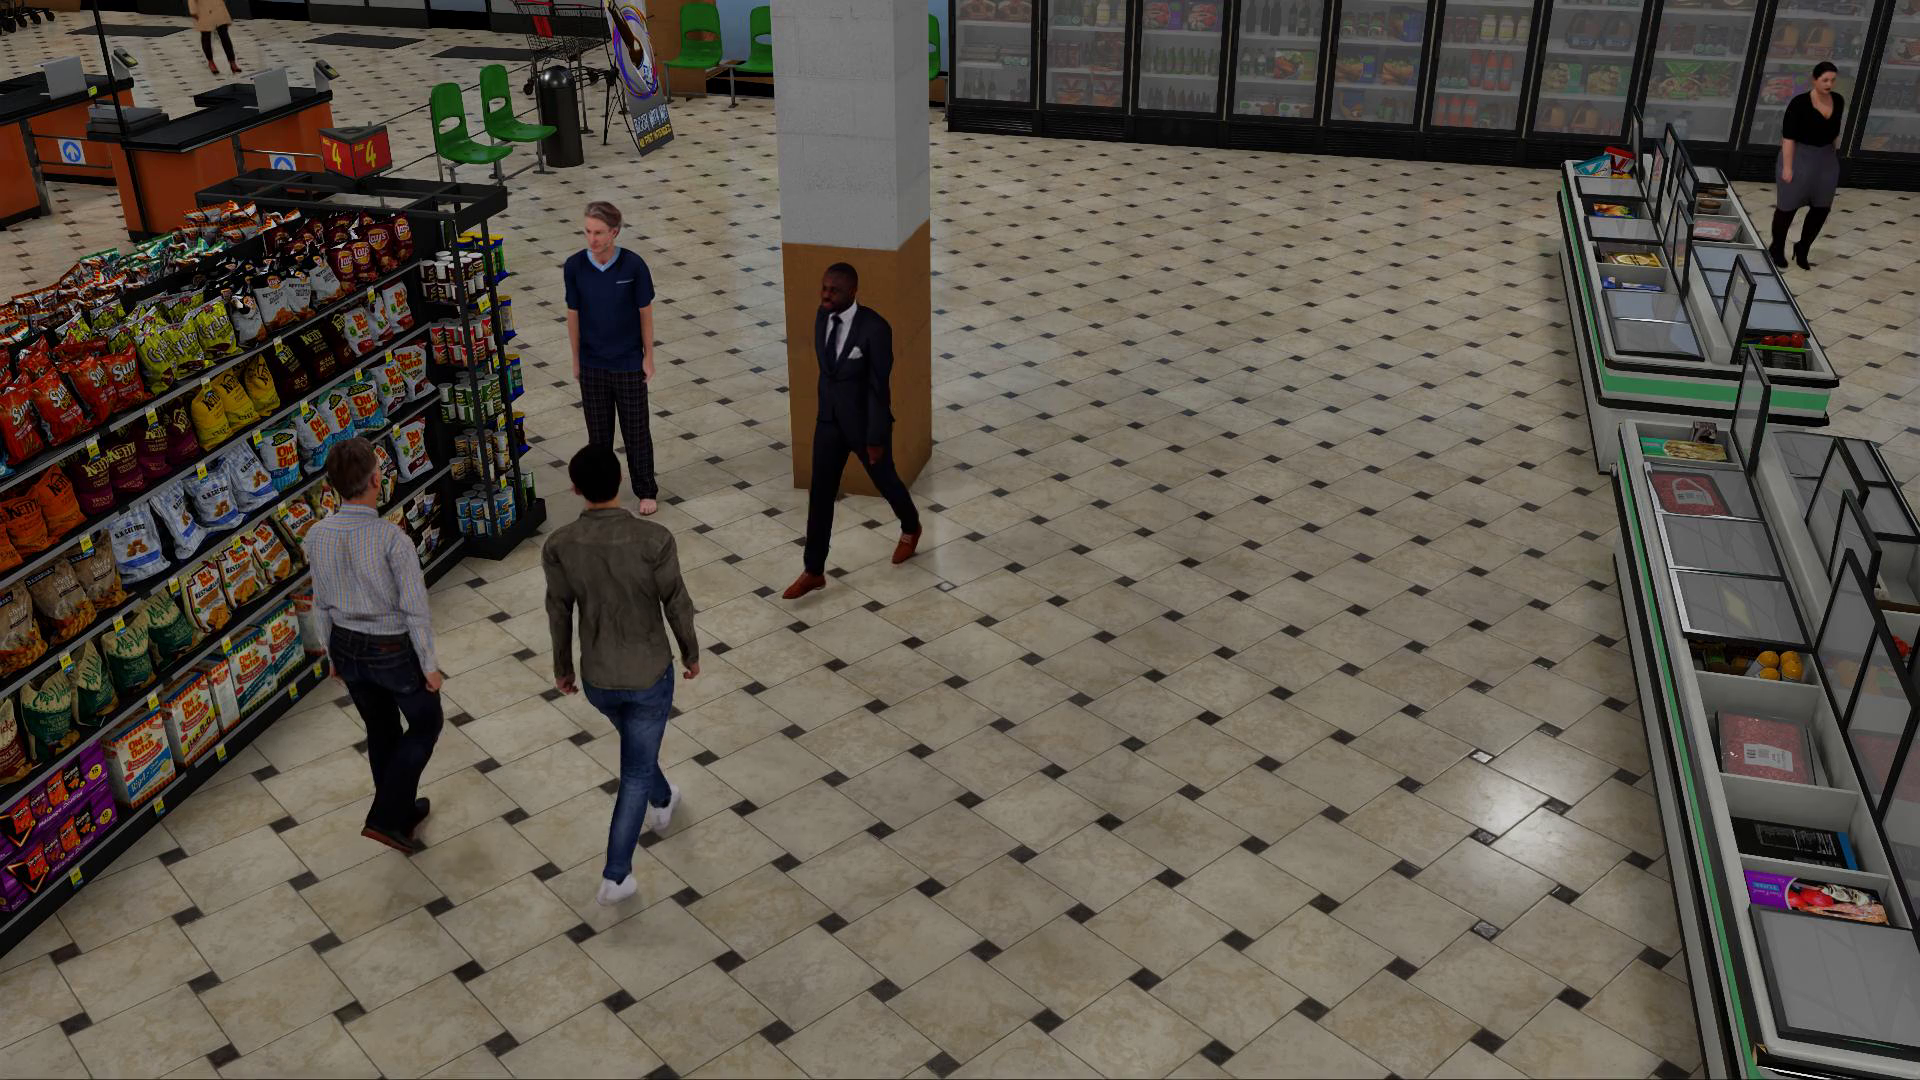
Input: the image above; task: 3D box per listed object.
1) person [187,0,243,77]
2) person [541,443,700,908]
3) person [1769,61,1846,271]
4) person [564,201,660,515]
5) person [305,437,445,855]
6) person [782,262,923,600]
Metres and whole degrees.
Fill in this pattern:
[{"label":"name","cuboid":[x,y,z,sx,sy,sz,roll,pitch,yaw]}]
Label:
[{"label":"person","cuboid":[-9.498,-6.671,20.927,1.040,1.648,1.087,24,35,38]},{"label":"person","cuboid":[-1.317,0.568,6.452,0.811,1.831,1.180,3,27,6]},{"label":"person","cuboid":[6.947,-3.106,13.808,0.789,1.730,0.787,-4,27,-8]},{"label":"person","cuboid":[-2.006,-1.039,9.579,0.714,1.869,0.643,0,27,-1]},{"label":"person","cuboid":[-2.338,0.493,6.629,0.691,1.805,0.828,5,27,9]},{"label":"person","cuboid":[-0.502,-0.617,8.838,0.996,1.786,1.325,18,32,31]}]
